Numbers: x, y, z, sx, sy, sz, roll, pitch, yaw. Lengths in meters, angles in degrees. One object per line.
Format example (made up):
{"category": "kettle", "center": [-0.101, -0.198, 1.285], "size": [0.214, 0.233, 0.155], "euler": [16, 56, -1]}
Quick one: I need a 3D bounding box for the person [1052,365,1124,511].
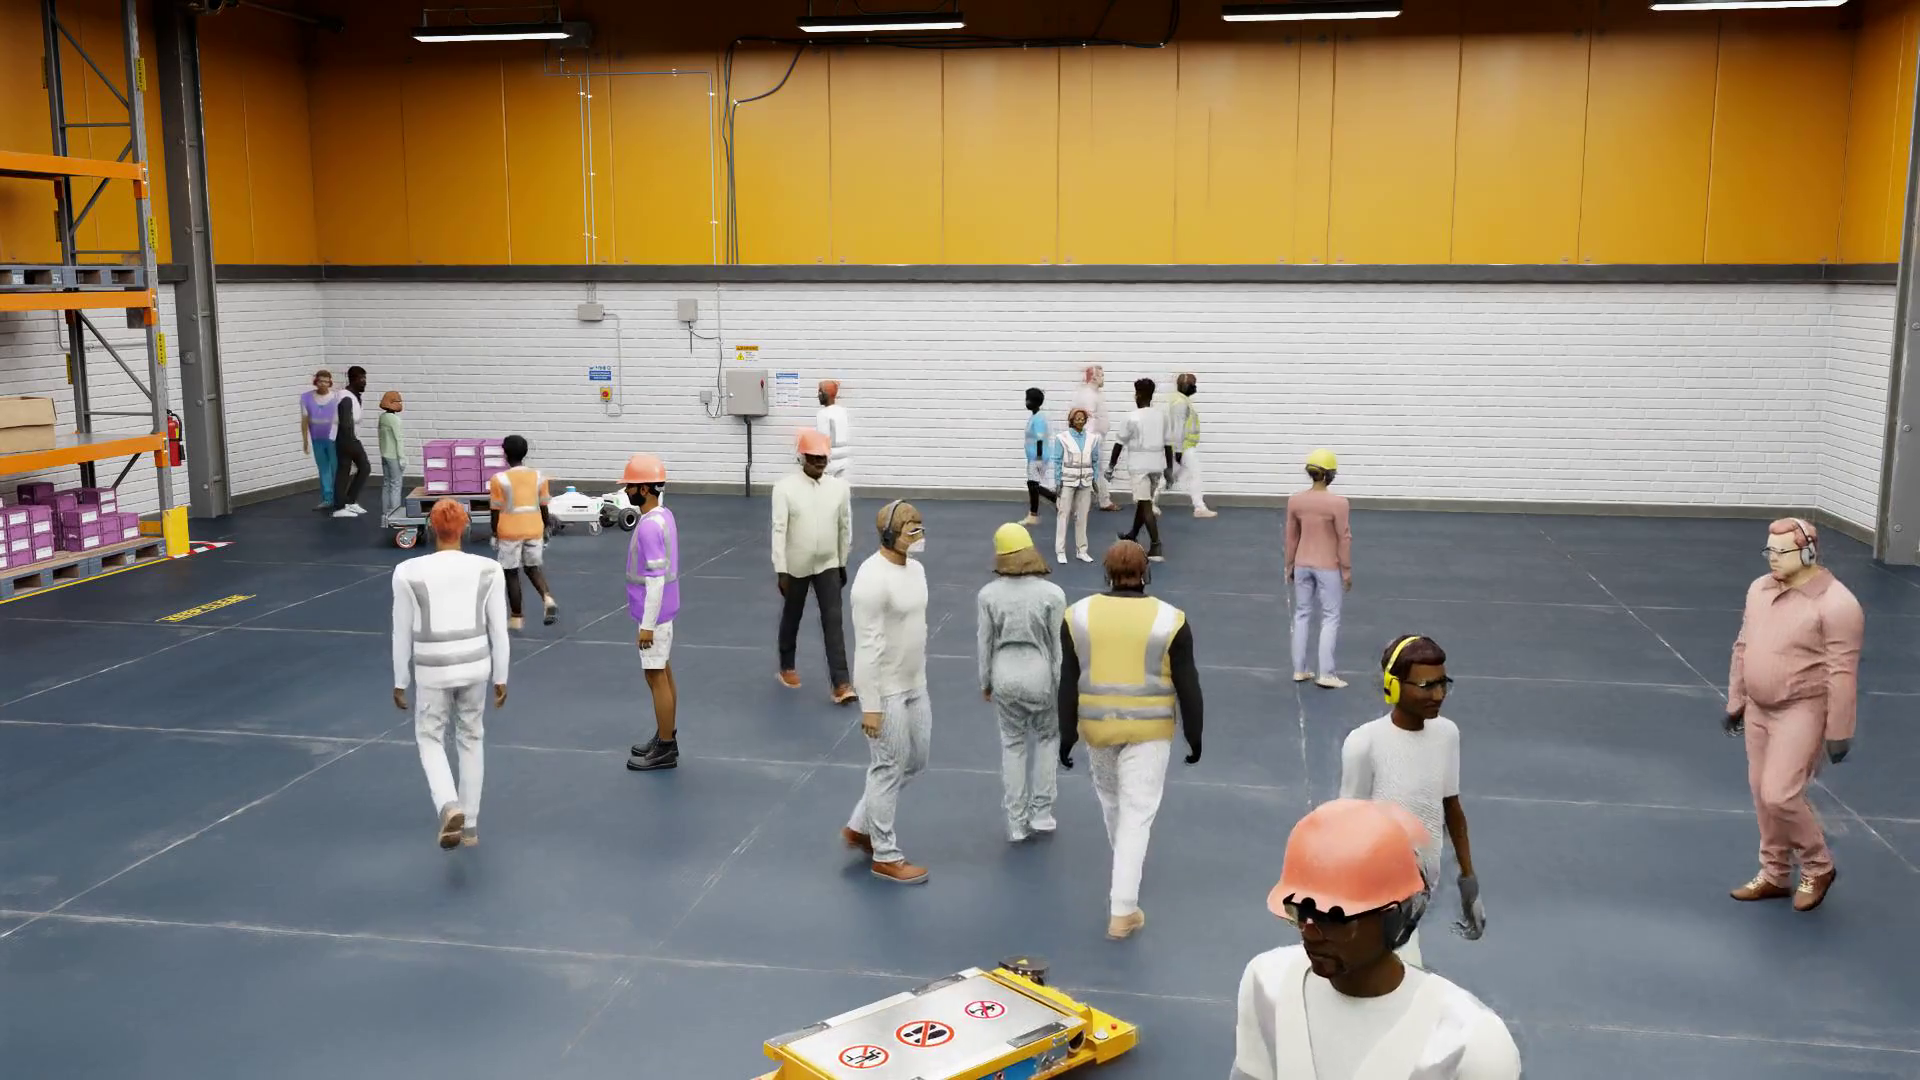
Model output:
{"category": "person", "center": [1.617, -1.276, 20.991], "size": [0.850, 1.880, 0.645], "euler": [1, 9, 7]}

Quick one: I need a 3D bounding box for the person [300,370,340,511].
{"category": "person", "center": [-8.009, -1.241, 21.002], "size": [0.570, 1.806, 0.641], "euler": [-1, 9, -4]}

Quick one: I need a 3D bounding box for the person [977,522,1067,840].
{"category": "person", "center": [0.362, 0.748, 8.911], "size": [0.511, 1.711, 0.449], "euler": [3, 10, 20]}

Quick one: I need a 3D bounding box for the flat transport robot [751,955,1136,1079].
{"category": "flat transport robot", "center": [-0.072, 1.906, 6.216], "size": [1.431, 0.197, 0.652], "euler": [-8, 12, -40]}

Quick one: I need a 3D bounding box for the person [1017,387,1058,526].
{"category": "person", "center": [0.986, -0.979, 19.776], "size": [0.541, 1.681, 0.540], "euler": [0, 9, -3]}

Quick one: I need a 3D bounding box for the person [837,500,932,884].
{"category": "person", "center": [-0.383, 0.747, 8.305], "size": [0.547, 1.927, 0.651], "euler": [4, 10, 24]}

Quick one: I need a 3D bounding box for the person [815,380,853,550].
{"category": "person", "center": [-1.510, -0.816, 18.187], "size": [0.824, 1.855, 0.616], "euler": [5, 10, 29]}

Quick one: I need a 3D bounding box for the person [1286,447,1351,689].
{"category": "person", "center": [2.637, 0.198, 12.191], "size": [0.528, 1.769, 0.319], "euler": [9, 13, 44]}

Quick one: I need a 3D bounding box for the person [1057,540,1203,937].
{"category": "person", "center": [0.825, 0.885, 7.882], "size": [0.659, 1.776, 0.998], "euler": [3, 10, 19]}

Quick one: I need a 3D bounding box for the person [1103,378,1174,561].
{"category": "person", "center": [1.932, -0.768, 17.732], "size": [0.615, 1.902, 1.025], "euler": [-6, 11, -31]}

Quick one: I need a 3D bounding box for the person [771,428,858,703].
{"category": "person", "center": [-1.054, 0.170, 11.859], "size": [0.638, 1.941, 1.069], "euler": [-4, 10, -25]}

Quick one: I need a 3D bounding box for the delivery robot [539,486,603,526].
{"category": "delivery robot", "center": [-4.484, -0.375, 19.200], "size": [0.707, 0.478, 0.477], "euler": [-1, 9, -4]}

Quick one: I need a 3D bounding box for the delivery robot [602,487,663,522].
{"category": "delivery robot", "center": [-3.885, -0.465, 19.760], "size": [0.477, 0.478, 0.707], "euler": [8, 12, 41]}

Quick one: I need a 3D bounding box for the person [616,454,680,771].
{"category": "person", "center": [-1.899, 0.437, 10.174], "size": [0.356, 1.937, 0.552], "euler": [-1, 9, -4]}

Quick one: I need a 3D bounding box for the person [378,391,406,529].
{"category": "person", "center": [-6.727, -0.954, 19.749], "size": [0.280, 1.632, 0.501], "euler": [-9, 13, -43]}

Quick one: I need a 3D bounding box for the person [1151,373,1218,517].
{"category": "person", "center": [2.709, -1.180, 20.631], "size": [0.916, 1.808, 0.635], "euler": [1, 9, 4]}

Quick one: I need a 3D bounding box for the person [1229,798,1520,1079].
{"category": "person", "center": [0.736, 1.501, 3.311], "size": [0.624, 2.019, 0.634], "euler": [-8, 12, -40]}

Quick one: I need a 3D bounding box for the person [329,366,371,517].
{"category": "person", "center": [-7.562, -1.207, 20.559], "size": [0.555, 1.881, 0.589], "euler": [0, 9, -2]}

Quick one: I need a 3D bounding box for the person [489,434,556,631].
{"category": "person", "center": [-3.664, -0.046, 13.964], "size": [0.532, 1.676, 0.481], "euler": [-9, 13, -43]}

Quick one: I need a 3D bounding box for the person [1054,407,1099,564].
{"category": "person", "center": [1.213, -0.573, 17.362], "size": [0.515, 1.641, 0.315], "euler": [-4, 10, -21]}

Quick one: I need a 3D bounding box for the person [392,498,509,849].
{"category": "person", "center": [-2.629, 0.718, 8.659], "size": [0.591, 1.863, 0.554], "euler": [-4, 10, -26]}

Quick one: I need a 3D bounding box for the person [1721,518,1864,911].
{"category": "person", "center": [3.901, 0.829, 7.894], "size": [0.424, 1.887, 0.629], "euler": [-2, 9, -12]}

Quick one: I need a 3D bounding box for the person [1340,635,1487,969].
{"category": "person", "center": [1.543, 1.210, 5.751], "size": [0.542, 1.819, 0.973], "euler": [-6, 11, -32]}
